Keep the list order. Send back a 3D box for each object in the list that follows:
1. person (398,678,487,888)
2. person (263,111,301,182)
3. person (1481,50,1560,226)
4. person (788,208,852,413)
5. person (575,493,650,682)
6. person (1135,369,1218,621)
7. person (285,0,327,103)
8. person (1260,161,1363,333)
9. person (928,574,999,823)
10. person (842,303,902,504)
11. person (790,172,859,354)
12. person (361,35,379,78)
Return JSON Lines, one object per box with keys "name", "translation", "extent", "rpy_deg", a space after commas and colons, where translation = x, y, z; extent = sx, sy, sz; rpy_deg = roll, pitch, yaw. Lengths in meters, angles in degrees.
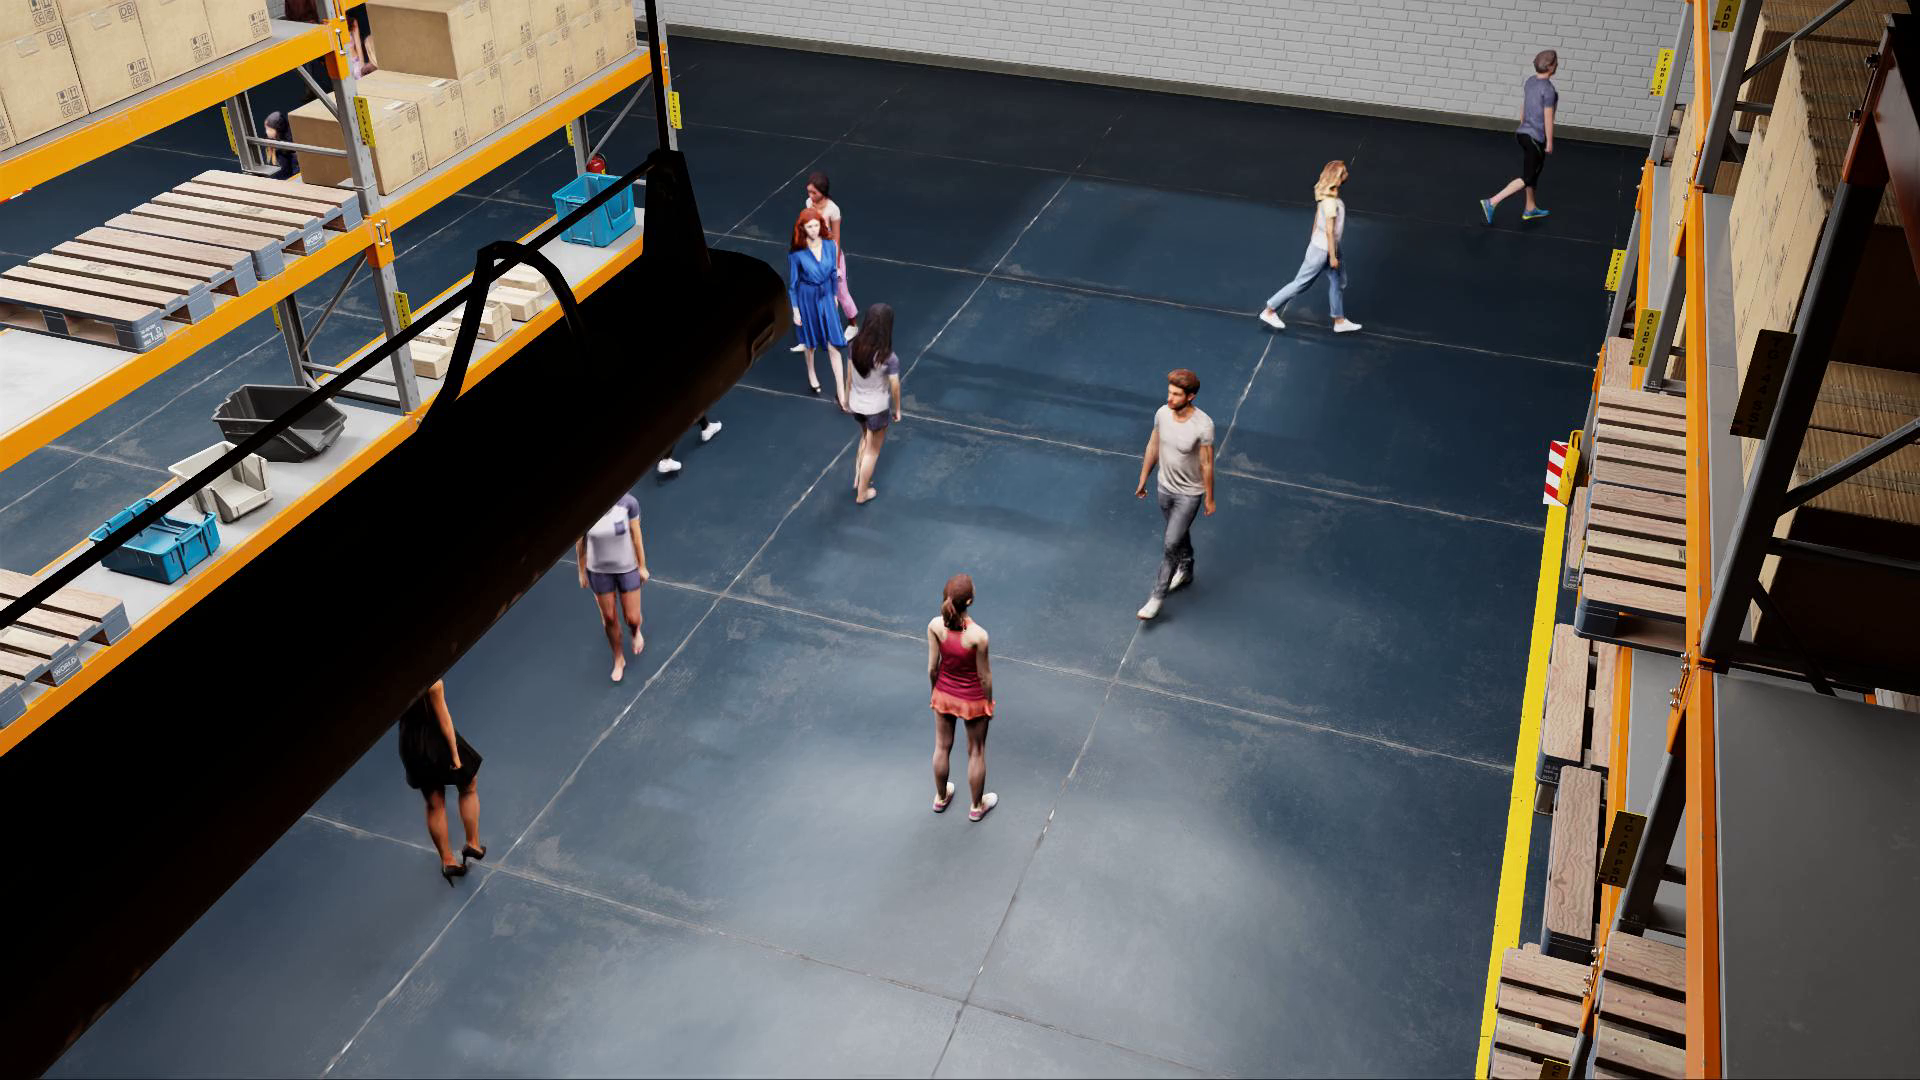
{"name": "person", "translation": [-3.044, 1.260, 9.395], "extent": [0.621, 1.821, 0.633], "rpy_deg": [8, 34, 12]}
{"name": "person", "translation": [-6.595, -3.493, 16.716], "extent": [0.774, 1.633, 1.098], "rpy_deg": [18, 37, 25]}
{"name": "person", "translation": [5.996, -4.221, 17.603], "extent": [1.038, 1.861, 1.155], "rpy_deg": [-4, 34, -6]}
{"name": "person", "translation": [-1.283, -2.036, 14.380], "extent": [1.030, 1.792, 1.082], "rpy_deg": [-15, 37, -22]}
{"name": "person", "translation": [-2.308, 0.152, 11.160], "extent": [0.742, 1.712, 0.796], "rpy_deg": [-1, 34, -1]}
{"name": "person", "translation": [1.628, -0.396, 11.843], "extent": [1.125, 1.868, 0.979], "rpy_deg": [-27, 42, -35]}
{"name": "person", "translation": [-8.249, -6.518, 21.166], "extent": [0.735, 1.744, 1.140], "rpy_deg": [17, 37, 24]}
{"name": "person", "translation": [3.264, -2.666, 15.432], "extent": [0.823, 1.676, 1.173], "rpy_deg": [6, 34, 8]}
{"name": "person", "translation": [0.003, 0.937, 9.941], "extent": [0.555, 1.754, 0.547], "rpy_deg": [12, 36, 18]}
{"name": "person", "translation": [-0.740, -1.000, 12.922], "extent": [0.684, 1.681, 0.675], "rpy_deg": [17, 37, 24]}
{"name": "person", "translation": [-1.170, -2.584, 15.286], "extent": [0.871, 1.700, 1.093], "rpy_deg": [23, 40, 31]}
{"name": "person", "translation": [-6.409, -4.796, 18.612], "extent": [0.726, 1.703, 0.554], "rpy_deg": [24, 41, 32]}
